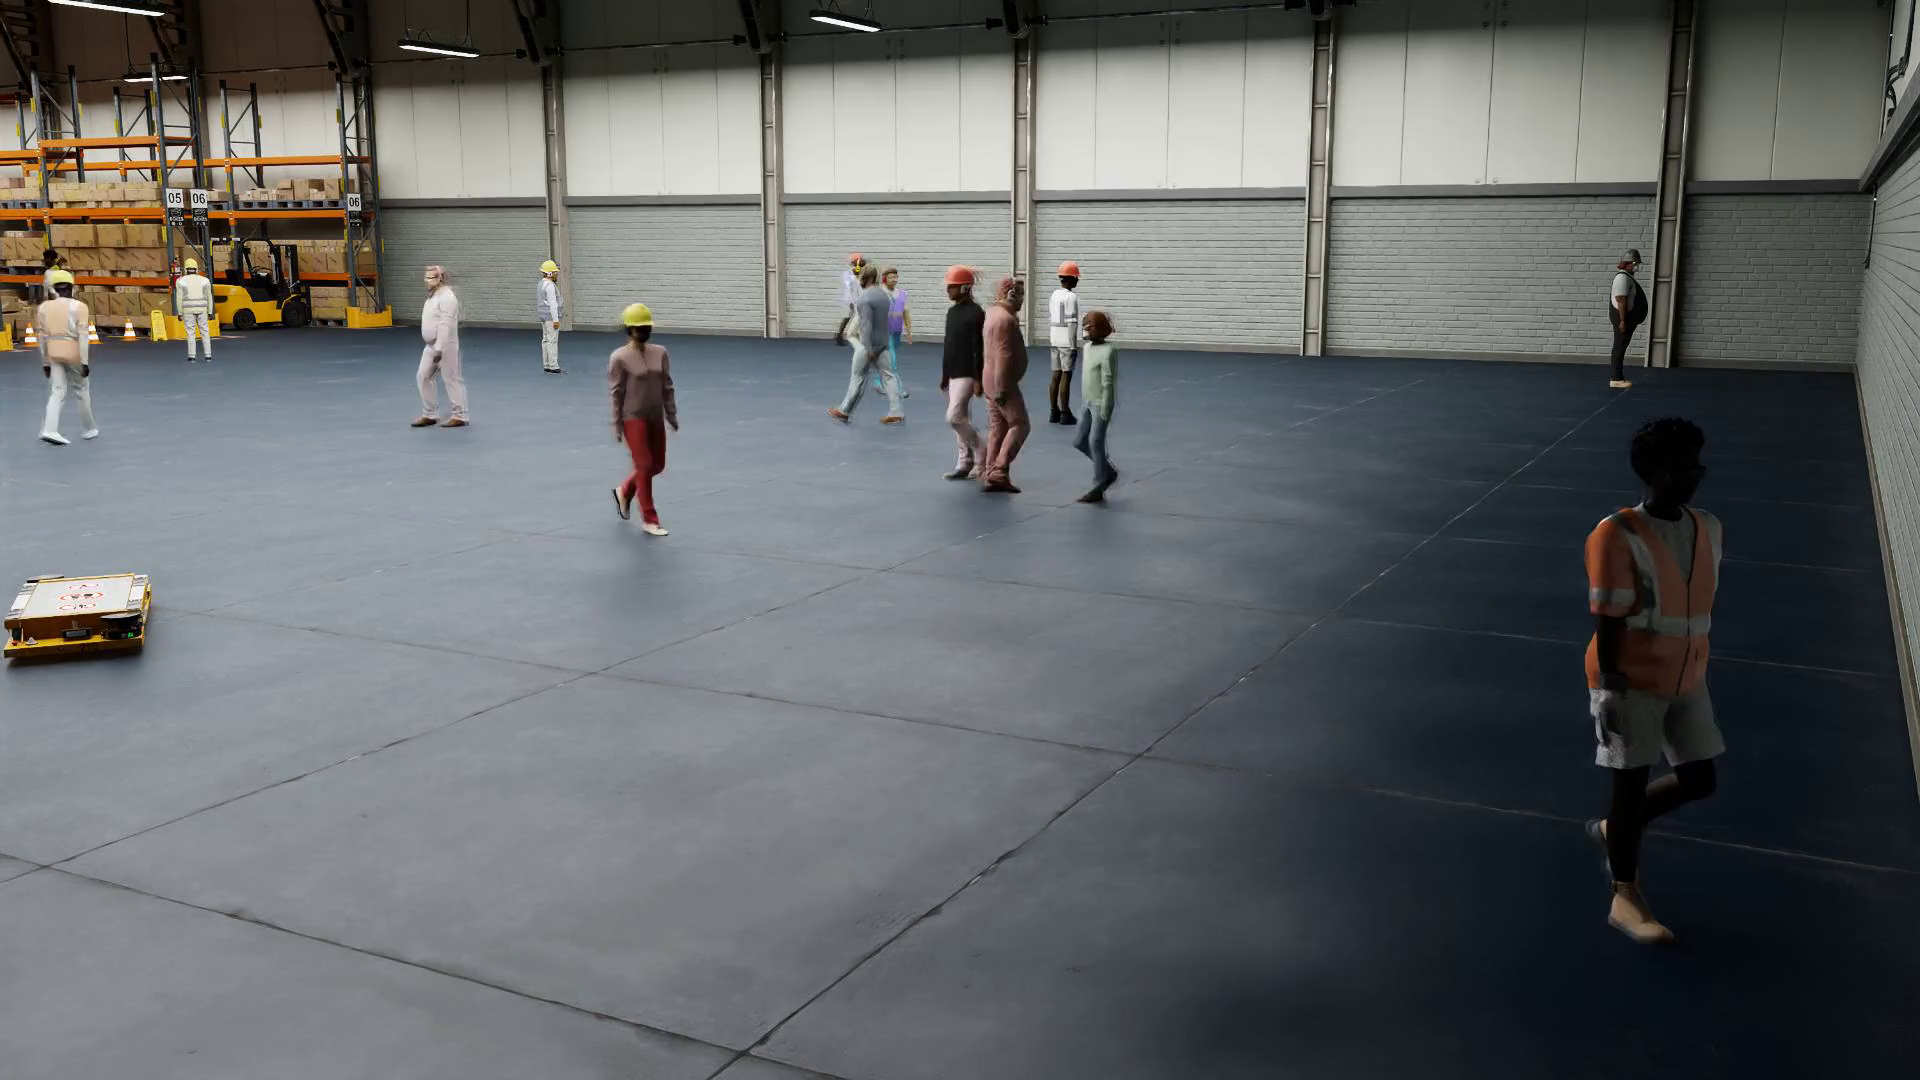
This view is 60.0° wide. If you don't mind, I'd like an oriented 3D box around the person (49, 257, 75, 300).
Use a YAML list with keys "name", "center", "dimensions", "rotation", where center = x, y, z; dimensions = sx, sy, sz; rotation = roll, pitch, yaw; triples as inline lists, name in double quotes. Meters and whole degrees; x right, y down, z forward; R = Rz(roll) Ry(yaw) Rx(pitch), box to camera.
- name: "person"
  center: [-15.561, -3.965, 28.864]
  dimensions: [0.464, 1.860, 0.504]
  rotation: [4, 11, 23]

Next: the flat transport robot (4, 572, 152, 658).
- name: "flat transport robot"
  center: [-4.967, 0.396, 9.413]
  dimensions: [0.652, 0.197, 1.431]
  rotation: [-5, 11, -23]

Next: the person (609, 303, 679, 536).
- name: "person"
  center: [-2.442, -0.926, 12.603]
  dimensions: [0.704, 1.742, 0.530]
  rotation: [9, 14, 40]

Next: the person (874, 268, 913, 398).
- name: "person"
  center: [-0.977, -2.896, 23.208]
  dimensions: [0.583, 1.801, 0.960]
  rotation: [-7, 13, -35]

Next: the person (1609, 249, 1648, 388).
- name: "person"
  center: [9.907, -3.285, 24.660]
  dimensions: [0.536, 2.000, 0.688]
  rotation: [4, 11, 22]

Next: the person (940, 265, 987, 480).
- name: "person"
  center: [0.007, -1.503, 15.122]
  dimensions: [0.426, 1.979, 0.626]
  rotation: [-4, 11, -20]

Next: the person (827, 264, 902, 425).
- name: "person"
  center: [-1.107, -2.311, 19.742]
  dimensions: [1.015, 1.885, 0.632]
  rotation: [6, 12, 29]

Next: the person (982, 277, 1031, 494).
- name: "person"
  center: [0.407, -1.341, 14.490]
  dimensions: [0.470, 1.883, 0.662]
  rotation: [-1, 10, -5]

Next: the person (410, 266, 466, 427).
- name: "person"
  center: [-6.119, -2.229, 19.332]
  dimensions: [0.730, 1.882, 0.649]
  rotation: [-9, 14, -41]

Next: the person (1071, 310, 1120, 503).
- name: "person"
  center: [1.155, -1.119, 13.978]
  dimensions: [0.382, 1.618, 0.518]
  rotation: [-4, 11, -21]

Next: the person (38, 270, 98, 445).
- name: "person"
  center: [-9.704, -1.974, 18.005]
  dimensions: [0.592, 1.868, 0.959]
  rotation: [0, 10, 2]

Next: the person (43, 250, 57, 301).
- name: "person"
  center: [-17.306, -4.559, 31.808]
  dimensions: [0.367, 1.966, 0.607]
  rotation: [-1, 10, -7]

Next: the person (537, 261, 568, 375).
- name: "person"
  center: [-6.604, -3.590, 26.890]
  dimensions: [0.404, 1.833, 0.588]
  rotation: [-6, 12, -31]

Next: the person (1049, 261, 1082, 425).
- name: "person"
  center: [1.267, -2.345, 19.814]
  dimensions: [0.379, 1.938, 0.547]
  rotation: [-4, 11, -23]

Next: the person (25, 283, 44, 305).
- name: "person"
  center: [-24.777, -6.870, 44.556]
  dimensions: [0.406, 1.918, 0.581]
  rotation: [5, 11, 25]

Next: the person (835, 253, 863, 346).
- name: "person"
  center: [-2.151, -4.823, 33.473]
  dimensions: [0.539, 1.898, 1.001]
  rotation: [-9, 13, -39]

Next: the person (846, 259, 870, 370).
- name: "person"
  center: [-1.666, -3.731, 27.595]
  dimensions: [0.430, 1.852, 0.525]
  rotation: [3, 11, 15]

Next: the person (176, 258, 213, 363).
- name: "person"
  center: [-13.533, -4.051, 29.403]
  dimensions: [0.599, 1.830, 0.404]
  rotation: [-8, 13, -38]

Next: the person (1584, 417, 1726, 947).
- name: "person"
  center: [2.195, 0.439, 5.330]
  dimensions: [0.540, 1.687, 0.399]
  rotation: [-4, 11, -20]
